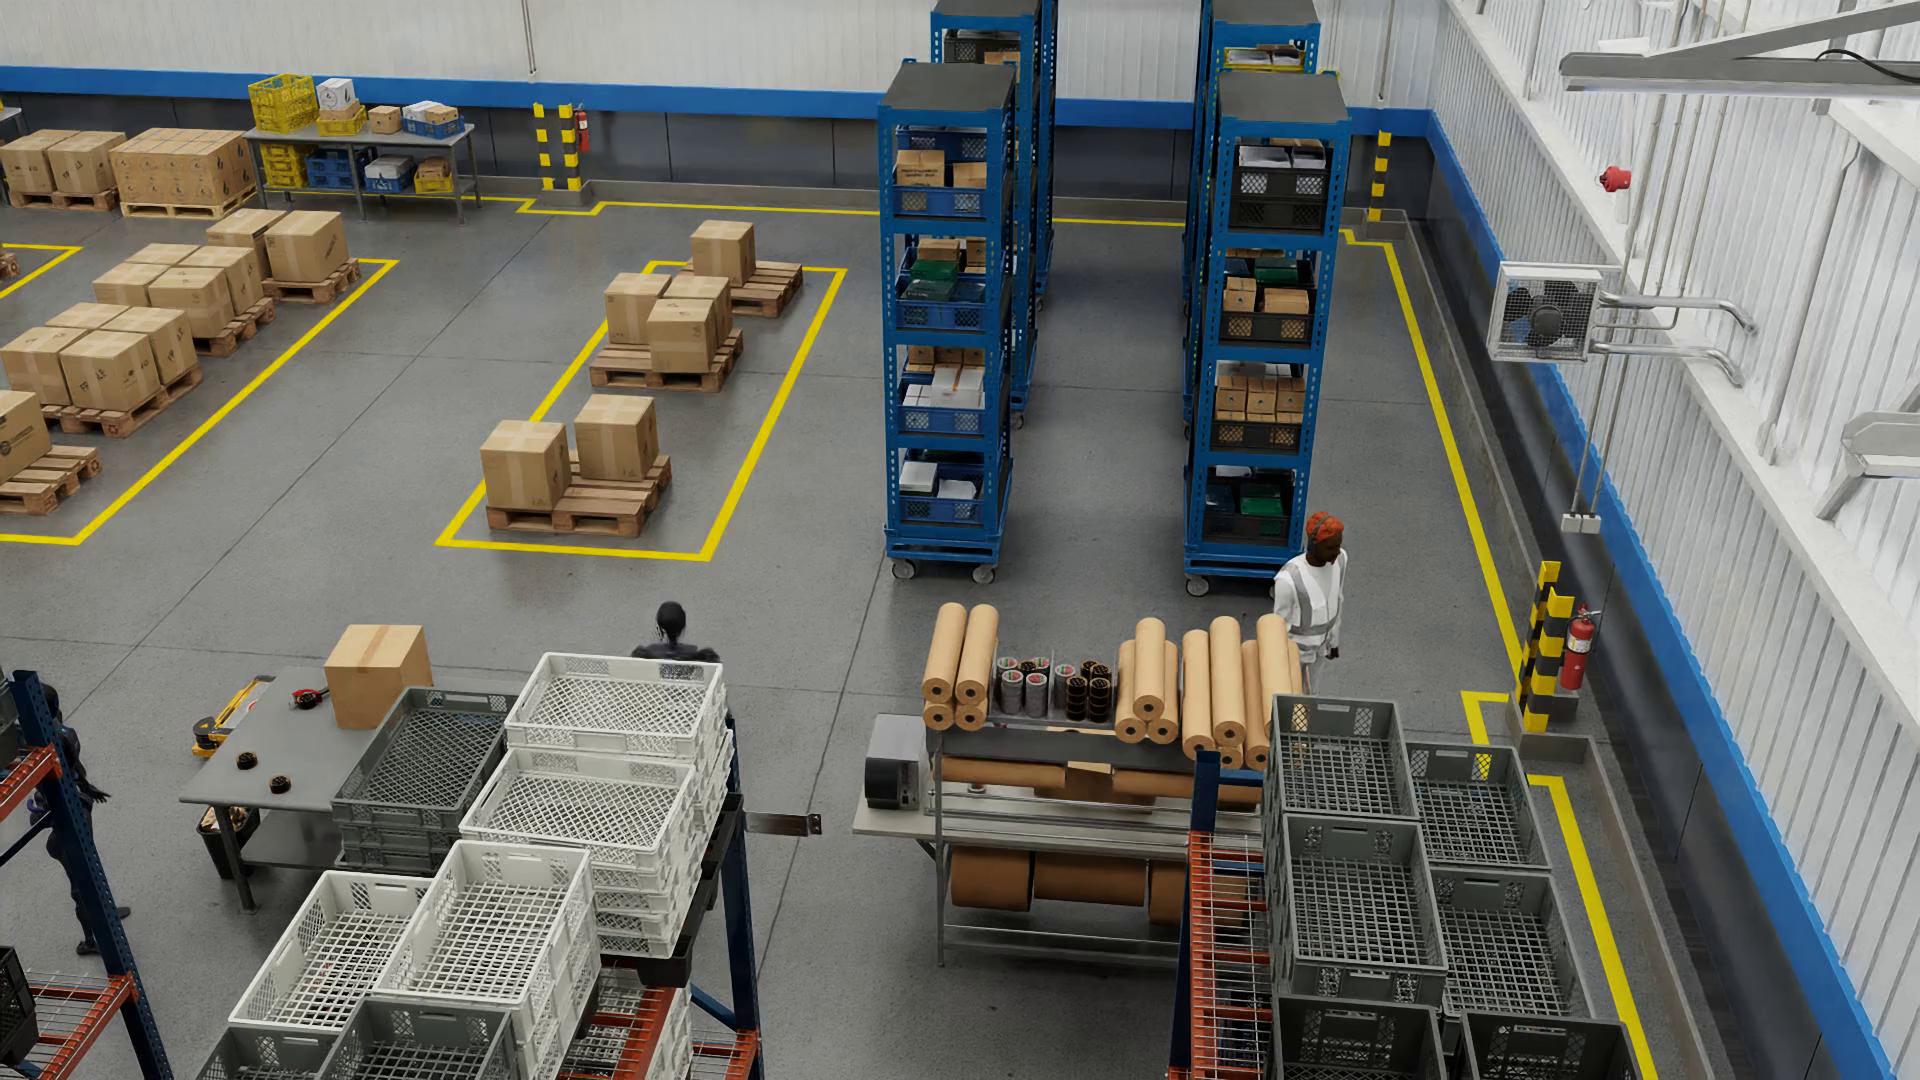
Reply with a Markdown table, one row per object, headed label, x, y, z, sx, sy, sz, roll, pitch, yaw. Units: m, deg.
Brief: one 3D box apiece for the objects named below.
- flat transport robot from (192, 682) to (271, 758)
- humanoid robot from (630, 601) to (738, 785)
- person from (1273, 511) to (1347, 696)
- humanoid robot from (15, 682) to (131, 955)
| label | x | y | z | sx | sy | sz | roll | pitch | yaw |
| --- | --- | --- | --- | --- | --- | --- | --- | --- | --- |
| flat transport robot | -4.089 | 1.163 | 10.648 | 1.431 | 0.197 | 0.652 | 3 | 30 | 6 |
| humanoid robot | -1.567 | 1.102 | 9.380 | 0.596 | 1.642 | 0.467 | 2 | 30 | 3 |
| person | 2.052 | 0.652 | 9.961 | 0.574 | 1.875 | 0.355 | -23 | 37 | -34 |
| humanoid robot | -4.700 | 1.443 | 8.782 | 0.318 | 1.657 | 0.612 | -8 | 31 | -14 |
